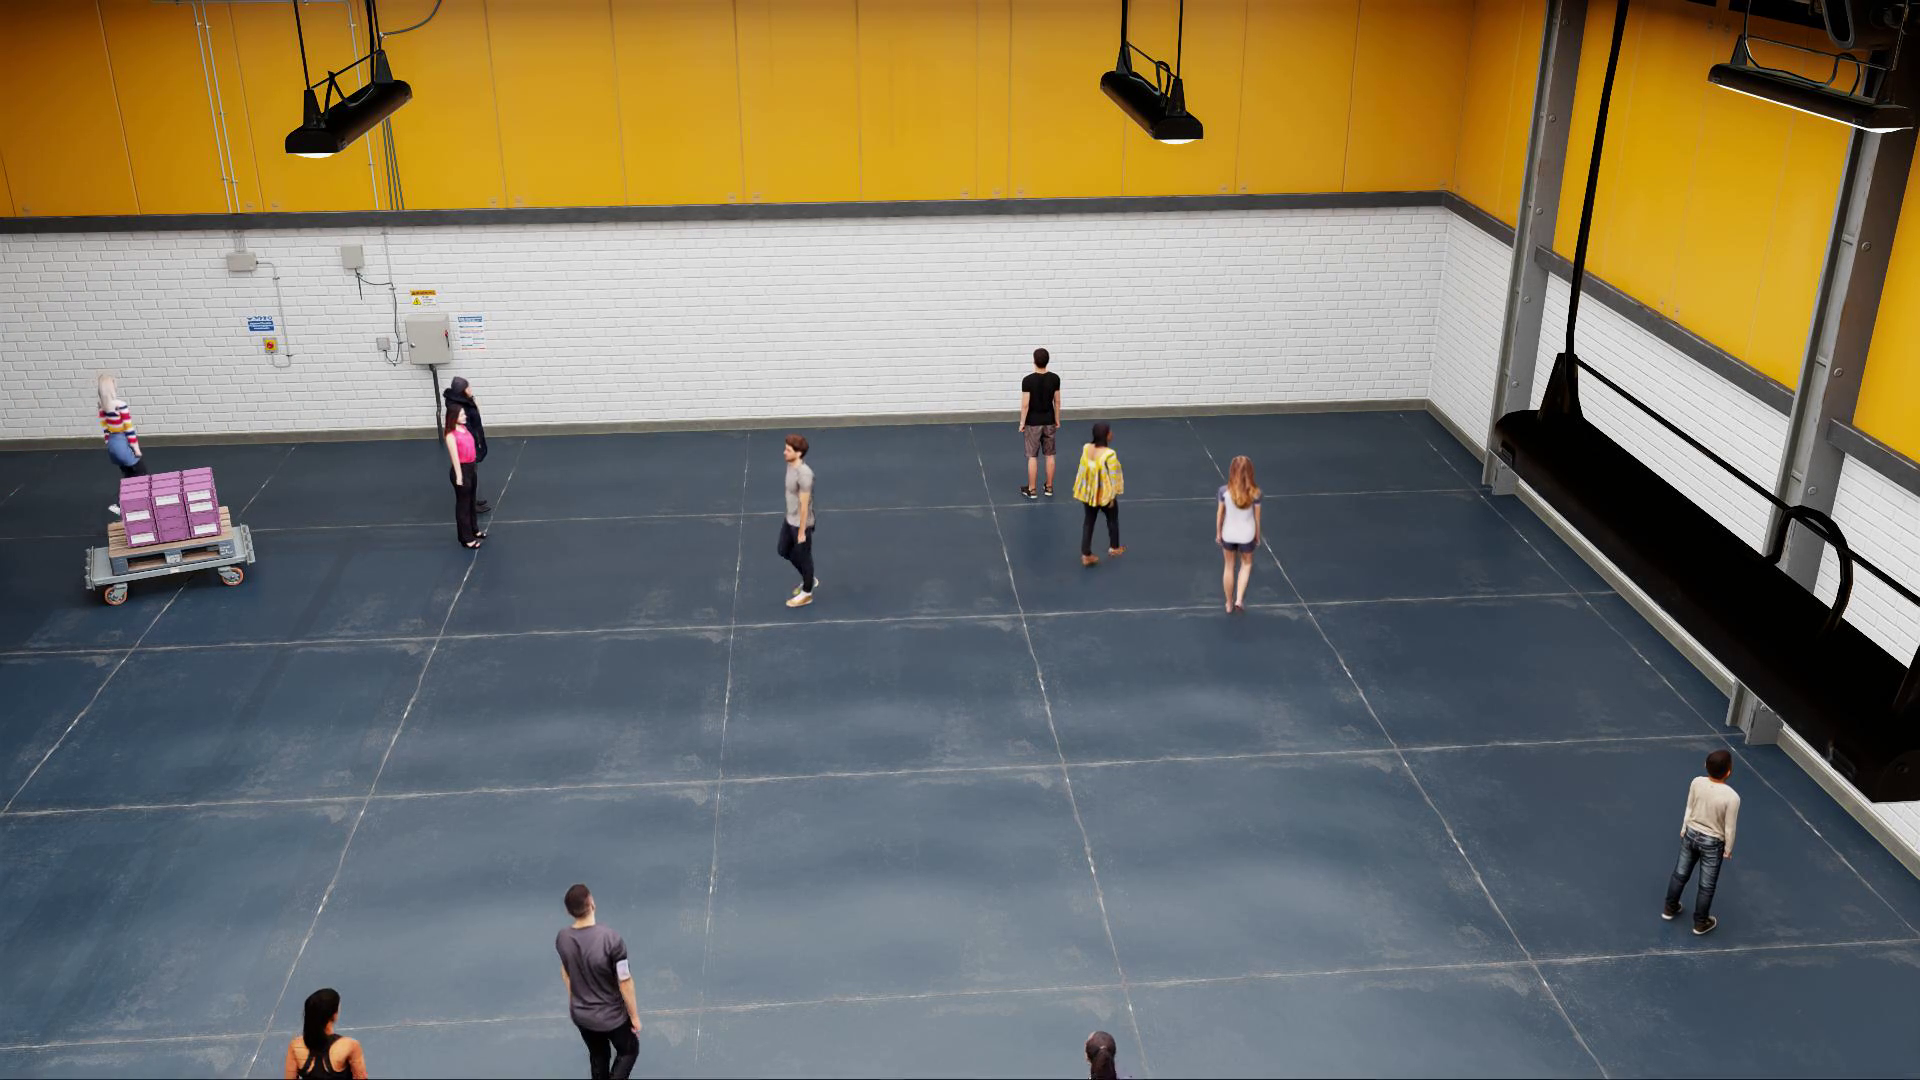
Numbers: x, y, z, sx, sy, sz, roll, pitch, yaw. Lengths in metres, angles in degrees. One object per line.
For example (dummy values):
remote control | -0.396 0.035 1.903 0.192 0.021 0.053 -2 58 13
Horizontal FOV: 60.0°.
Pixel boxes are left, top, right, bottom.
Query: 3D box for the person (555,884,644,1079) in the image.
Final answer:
person | -2.249 2.950 10.191 0.832 1.743 0.899 8 25 18

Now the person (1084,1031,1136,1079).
person | 0.771 3.461 9.167 0.718 1.626 0.945 -7 25 -16

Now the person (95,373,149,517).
person | -9.761 -1.037 19.243 0.863 1.796 0.937 12 27 26

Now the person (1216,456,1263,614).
person | 2.839 -0.007 16.980 0.701 1.723 0.755 5 24 10

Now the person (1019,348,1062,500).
person | 0.964 -1.417 20.032 0.729 1.862 0.664 -7 25 -16

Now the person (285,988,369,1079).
person | -3.615 3.357 9.415 0.702 1.618 1.127 0 24 0

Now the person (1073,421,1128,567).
person | 1.464 -0.476 18.163 1.021 1.634 0.974 -22 32 -40

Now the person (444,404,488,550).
person | -5.584 -0.737 18.727 0.670 1.660 0.498 1 24 3

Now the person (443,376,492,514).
person | -5.818 -1.131 19.610 0.814 1.675 0.698 -9 25 -21

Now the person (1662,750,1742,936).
person | 5.471 2.208 12.241 0.674 1.459 0.584 -18 29 -36

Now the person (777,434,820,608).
person | -1.585 -0.213 17.246 0.824 1.888 0.712 -10 26 -22
